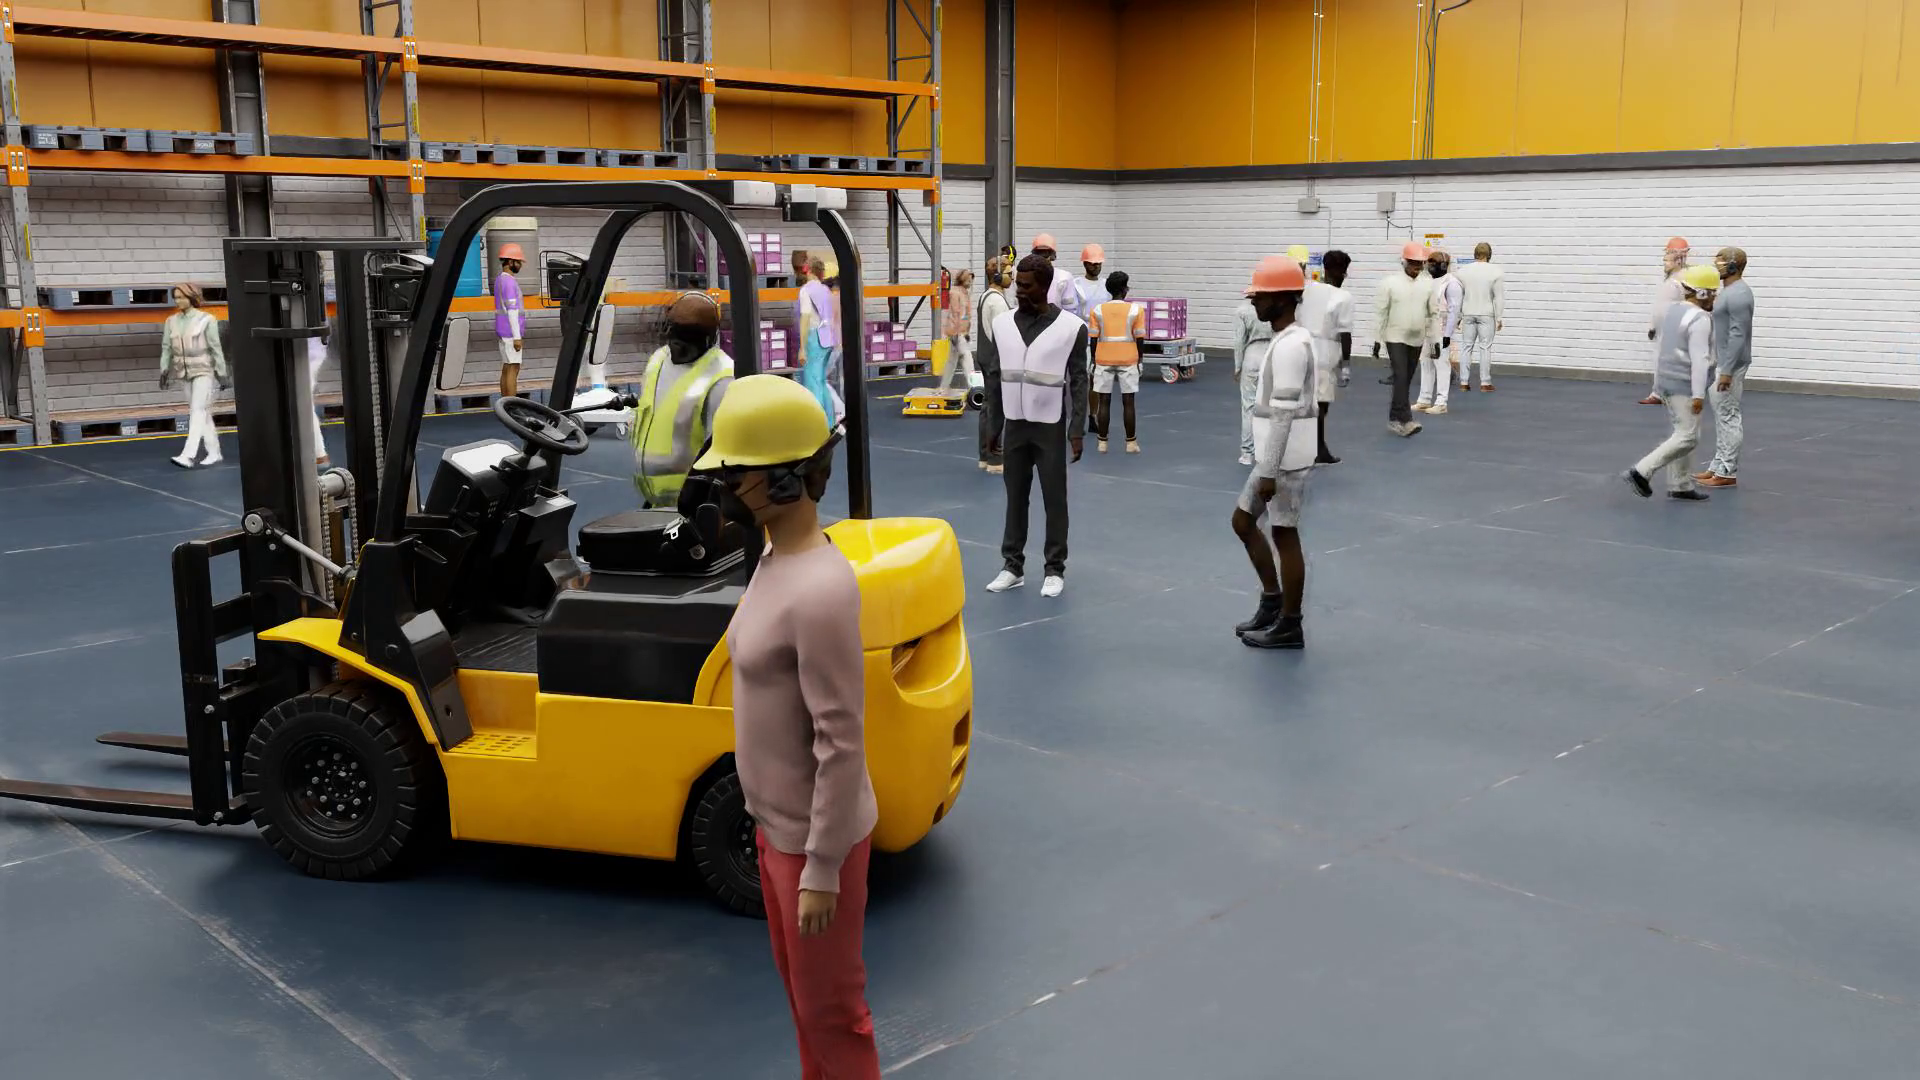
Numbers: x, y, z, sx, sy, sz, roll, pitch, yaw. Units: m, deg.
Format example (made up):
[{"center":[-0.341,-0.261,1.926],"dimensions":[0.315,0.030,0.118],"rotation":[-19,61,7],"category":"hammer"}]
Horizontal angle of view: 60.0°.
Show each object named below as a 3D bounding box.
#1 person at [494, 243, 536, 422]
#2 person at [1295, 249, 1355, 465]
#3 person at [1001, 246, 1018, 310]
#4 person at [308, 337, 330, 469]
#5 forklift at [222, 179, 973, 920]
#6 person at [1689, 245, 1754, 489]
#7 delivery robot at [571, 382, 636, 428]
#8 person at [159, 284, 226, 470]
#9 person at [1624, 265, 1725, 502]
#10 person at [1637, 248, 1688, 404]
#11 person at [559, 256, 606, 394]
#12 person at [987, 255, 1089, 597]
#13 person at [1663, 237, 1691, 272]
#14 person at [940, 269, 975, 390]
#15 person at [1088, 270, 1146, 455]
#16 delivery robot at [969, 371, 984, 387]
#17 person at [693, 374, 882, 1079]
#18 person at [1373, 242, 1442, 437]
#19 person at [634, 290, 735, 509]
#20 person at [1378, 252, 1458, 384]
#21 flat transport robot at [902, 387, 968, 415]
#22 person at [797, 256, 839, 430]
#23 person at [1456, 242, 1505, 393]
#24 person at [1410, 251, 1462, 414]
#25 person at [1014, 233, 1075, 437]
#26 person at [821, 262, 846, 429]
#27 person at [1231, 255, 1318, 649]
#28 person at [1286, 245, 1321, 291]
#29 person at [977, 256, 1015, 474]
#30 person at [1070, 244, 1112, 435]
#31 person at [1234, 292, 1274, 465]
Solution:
[{"center":[-4.869,-2.252,18.111],"dimensions":[0.360,1.937,0.542],"rotation":[-5,12,-27],"category":"person"},{"center":[3.050,-1.552,14.391],"dimensions":[0.830,1.917,0.618],"rotation":[-7,13,-35],"category":"person"},{"center":[0.708,-3.335,24.196],"dimensions":[0.329,1.873,0.515],"rotation":[-4,11,-20],"category":"person"},{"center":[-5.557,-1.488,13.959],"dimensions":[0.449,1.929,0.675],"rotation":[-2,11,-12],"category":"person"},{"center":[-1.114,-0.058,5.440],"dimensions":[2.313,2.155,1.214],"rotation":[2,11,13],"category":"forklift"},{"center":[6.133,-1.375,13.320],"dimensions":[0.371,1.940,0.627],"rotation":[4,11,19],"category":"person"},{"center":[-3.591,-1.330,16.593],"dimensions":[0.707,0.478,0.477],"rotation":[1,10,8],"category":"delivery robot"},{"center":[-6.700,-1.408,14.424],"dimensions":[0.528,1.599,0.818],"rotation":[3,11,18],"category":"person"},{"center":[5.376,-1.155,12.485],"dimensions":[0.619,1.809,0.630],"rotation":[0,10,0],"category":"person"},{"center":[8.625,-2.567,20.003],"dimensions":[0.808,1.875,0.624],"rotation":[0,10,0],"category":"person"},{"center":[-4.211,-2.220,18.320],"dimensions":[0.862,1.792,0.648],"rotation":[9,13,39],"category":"person"},{"center":[0.435,-0.641,9.388],"dimensions":[0.588,1.915,0.398],"rotation":[5,12,27],"category":"person"},{"center":[9.275,-2.926,21.623],"dimensions":[0.378,1.996,0.611],"rotation":[7,12,33],"category":"person"},{"center":[0.048,-2.553,20.648],"dimensions":[0.763,1.594,0.577],"rotation":[3,11,17],"category":"person"},{"center":[1.448,-1.634,15.385],"dimensions":[0.536,1.699,0.322],"rotation":[2,11,13],"category":"person"},{"center":[0.464,-1.850,19.433],"dimensions":[0.707,0.478,0.477],"rotation":[1,10,3],"category":"delivery robot"},{"center":[-0.332,0.561,3.244],"dimensions":[0.329,1.765,0.533],"rotation":[-3,11,-16],"category":"person"},{"center":[4.555,-2.015,16.786],"dimensions":[0.643,1.939,1.007],"rotation":[-2,11,-11],"category":"person"},{"center":[-1.098,-0.121,6.881],"dimensions":[0.457,1.814,0.690],"rotation":[-8,13,-36],"category":"person"},{"center":[6.273,-3.023,22.492],"dimensions":[1.032,1.882,0.566],"rotation":[2,11,9],"category":"person"},{"center":[-0.267,-1.596,19.078],"dimensions":[0.652,0.197,1.431],"rotation":[1,10,4],"category":"flat transport robot"},{"center":[-1.381,-1.852,16.280],"dimensions":[0.386,1.818,0.624],"rotation":[3,11,14],"category":"person"},{"center":[6.707,-2.875,21.502],"dimensions":[0.634,1.936,0.351],"rotation":[7,13,34],"category":"person"},{"center":[5.406,-2.361,18.960],"dimensions":[0.429,1.844,0.627],"rotation":[-4,11,-22],"category":"person"},{"center":[0.836,-2.019,16.551],"dimensions":[0.605,2.042,0.391],"rotation":[1,10,5],"category":"person"},{"center":[-1.299,-1.969,17.062],"dimensions":[0.377,1.748,0.564],"rotation":[7,12,33],"category":"person"},{"center":[1.492,-0.409,8.085],"dimensions":[0.496,1.924,0.569],"rotation":[2,11,9],"category":"person"},{"center":[3.201,-1.851,15.937],"dimensions":[0.594,1.928,0.364],"rotation":[3,11,15],"category":"person"},{"center":[0.318,-1.481,14.154],"dimensions":[0.335,1.845,0.513],"rotation":[-2,11,-13],"category":"person"},{"center":[1.335,-2.025,16.870],"dimensions":[0.551,1.934,0.373],"rotation":[-6,12,-28],"category":"person"},{"center":[2.661,-1.533,14.713],"dimensions":[0.487,1.744,0.314],"rotation":[1,10,7],"category":"person"}]
